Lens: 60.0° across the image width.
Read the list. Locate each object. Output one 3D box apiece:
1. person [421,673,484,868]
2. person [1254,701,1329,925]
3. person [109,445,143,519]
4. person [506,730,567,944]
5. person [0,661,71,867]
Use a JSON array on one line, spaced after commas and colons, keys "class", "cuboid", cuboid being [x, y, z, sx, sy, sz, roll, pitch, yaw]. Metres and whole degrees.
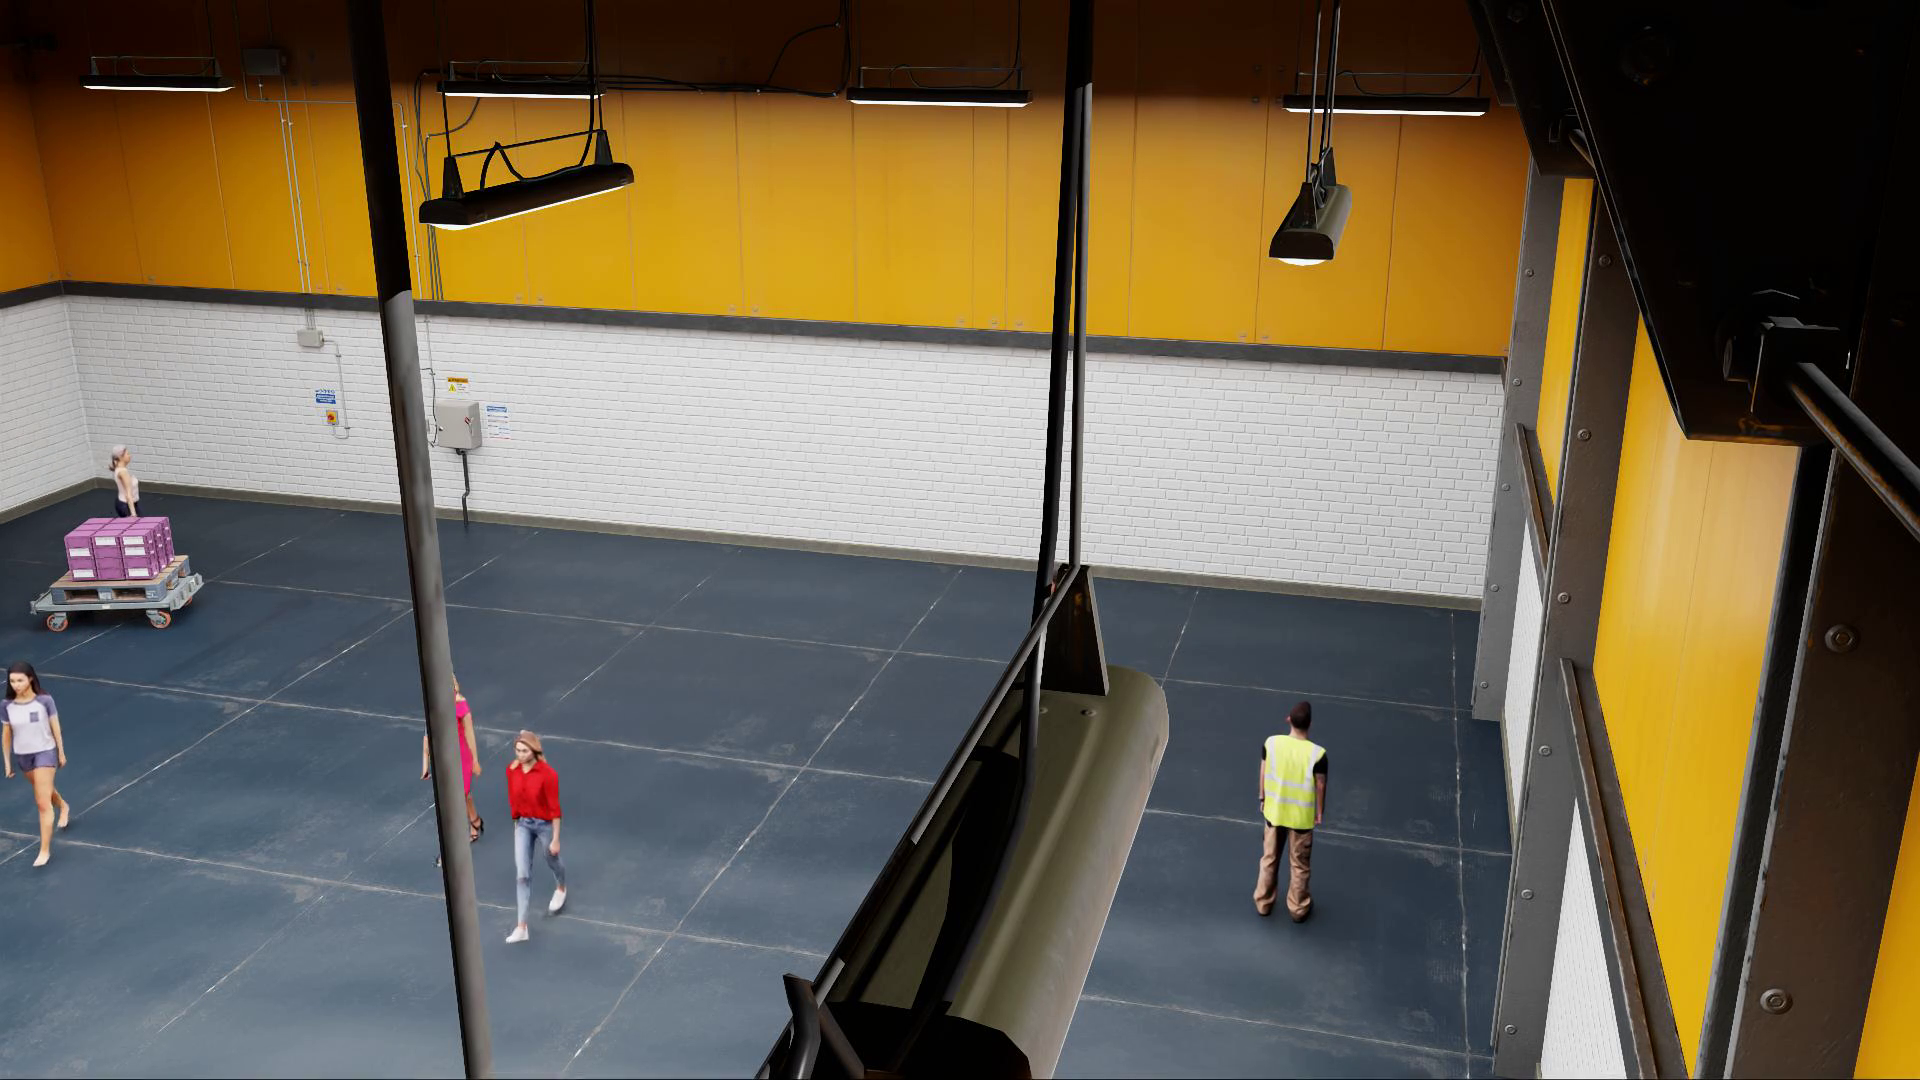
[{"class": "person", "cuboid": [-4.236, 1.848, 14.091, 0.611, 1.691, 1.031, 6, 19, 16]}, {"class": "person", "cuboid": [2.587, 2.126, 13.029, 0.733, 1.842, 0.742, 8, 20, 23]}, {"class": "person", "cuboid": [-10.364, -0.332, 20.556, 0.875, 1.697, 0.810, -12, 22, -33]}, {"class": "person", "cuboid": [-3.258, 2.242, 12.985, 0.655, 1.651, 1.114, 4, 19, 12]}, {"class": "person", "cuboid": [-7.831, 1.826, 14.157, 0.927, 1.690, 1.232, -3, 19, -8]}]
